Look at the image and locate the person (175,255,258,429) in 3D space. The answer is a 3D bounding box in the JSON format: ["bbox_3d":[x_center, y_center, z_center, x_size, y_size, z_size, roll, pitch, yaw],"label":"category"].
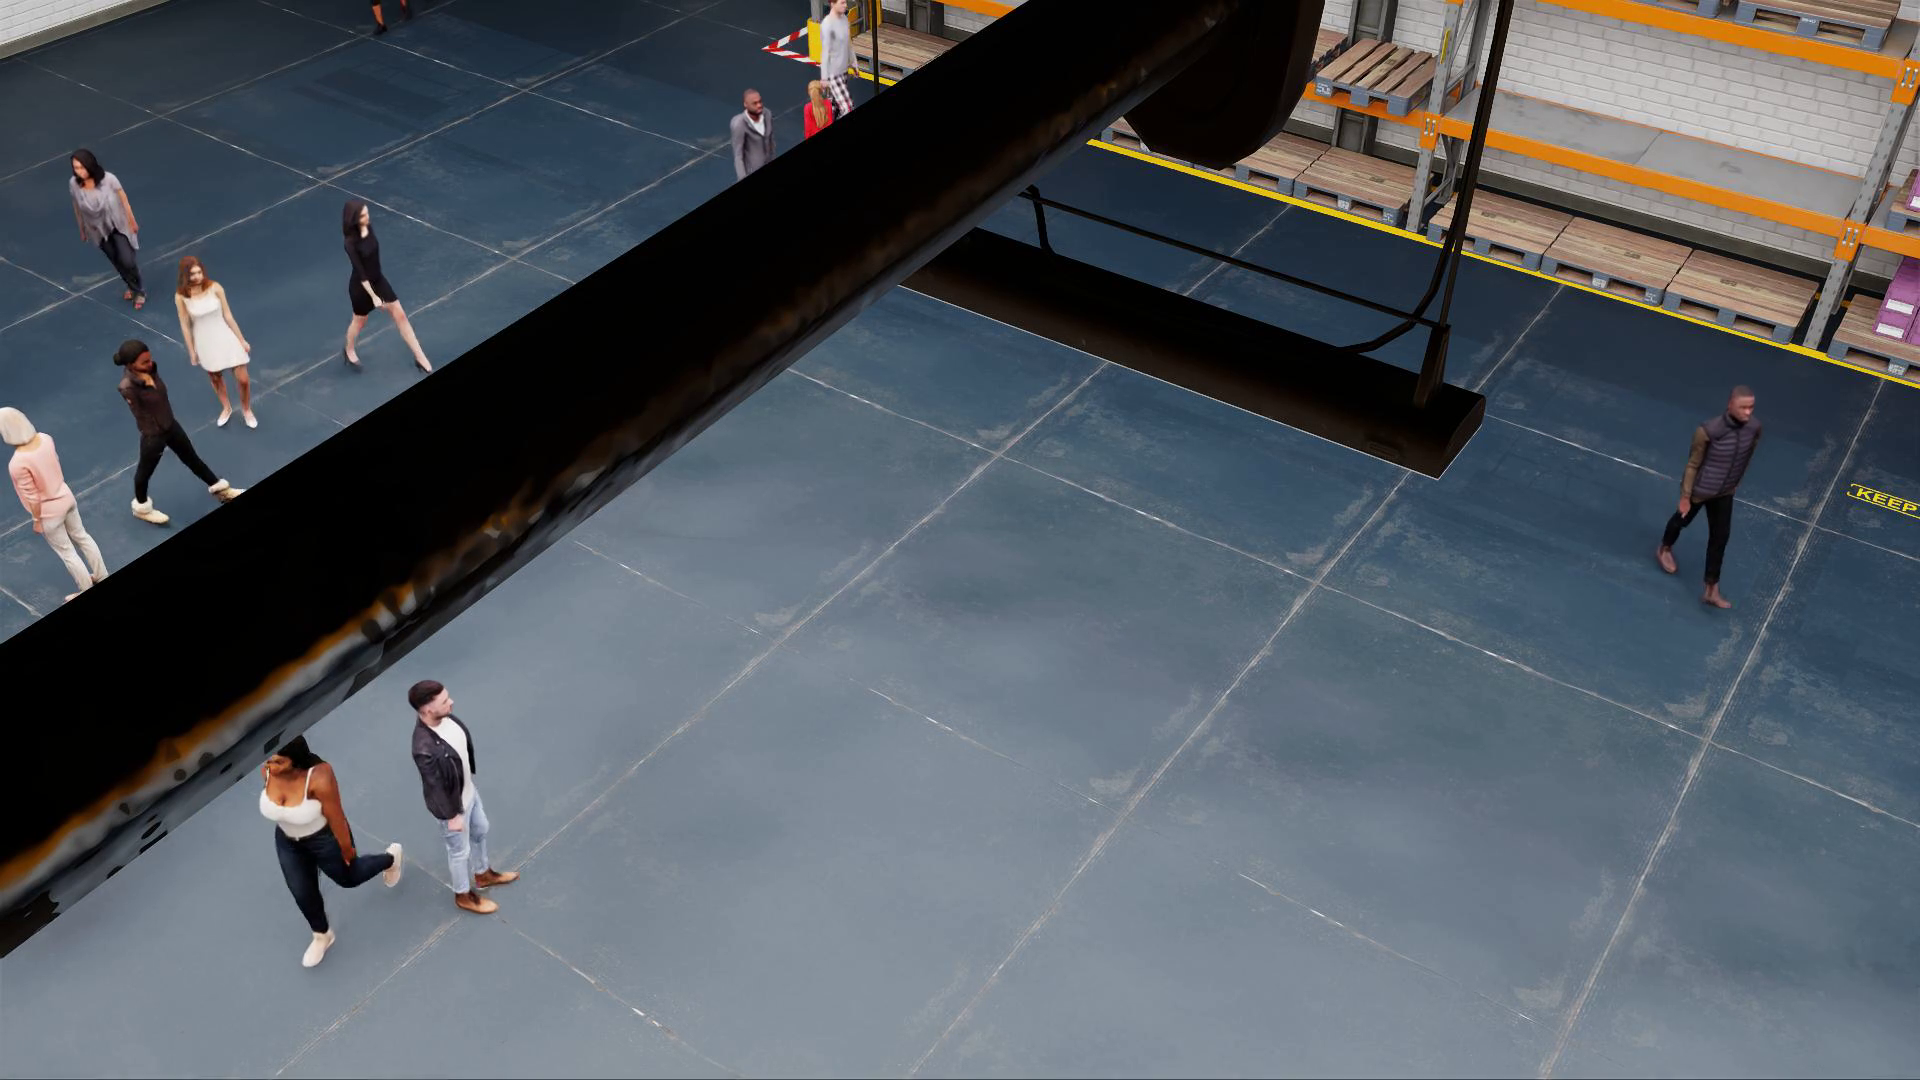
[{"bbox_3d":[-6.363,-1.728,14.245,0.807,1.687,0.857,-7,39,-9],"label":"person"}]

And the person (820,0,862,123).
[{"bbox_3d":[-1.445,-5.226,18.511,0.946,1.828,0.762,16,41,19],"label":"person"}]

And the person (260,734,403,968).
[{"bbox_3d":[-3.762,1.695,9.881,1.105,1.785,0.907,12,40,15],"label":"person"}]

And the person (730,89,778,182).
[{"bbox_3d":[-2.088,-3.671,16.598,0.856,1.786,1.029,-31,48,-33],"label":"person"}]

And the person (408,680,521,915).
[{"bbox_3d":[-3.102,1.544,10.029,0.825,1.835,0.795,0,39,0],"label":"person"}]

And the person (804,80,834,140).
[{"bbox_3d":[-1.494,-4.302,17.794,0.563,1.281,0.585,-21,43,-24],"label":"person"}]

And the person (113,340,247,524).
[{"bbox_3d":[-6.223,-0.834,13.172,1.171,1.629,0.965,8,39,10],"label":"person"}]

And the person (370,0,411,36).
[{"bbox_3d":[-7.433,-7.387,21.374,1.045,1.633,0.851,11,40,14],"label":"person"}]

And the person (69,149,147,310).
[{"bbox_3d":[-8.146,-3.061,15.992,0.822,1.589,0.882,-2,39,-2],"label":"person"}]

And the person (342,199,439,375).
[{"bbox_3d":[-5.329,-2.201,14.789,1.219,1.746,0.768,12,40,14],"label":"person"}]

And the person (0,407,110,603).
[{"bbox_3d":[-6.759,-0.262,12.380,0.679,1.724,0.681,4,39,5],"label":"person"}]

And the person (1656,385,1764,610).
[{"bbox_3d":[5.597,-0.430,12.534,1.173,1.793,1.219,-5,39,-7],"label":"person"}]
